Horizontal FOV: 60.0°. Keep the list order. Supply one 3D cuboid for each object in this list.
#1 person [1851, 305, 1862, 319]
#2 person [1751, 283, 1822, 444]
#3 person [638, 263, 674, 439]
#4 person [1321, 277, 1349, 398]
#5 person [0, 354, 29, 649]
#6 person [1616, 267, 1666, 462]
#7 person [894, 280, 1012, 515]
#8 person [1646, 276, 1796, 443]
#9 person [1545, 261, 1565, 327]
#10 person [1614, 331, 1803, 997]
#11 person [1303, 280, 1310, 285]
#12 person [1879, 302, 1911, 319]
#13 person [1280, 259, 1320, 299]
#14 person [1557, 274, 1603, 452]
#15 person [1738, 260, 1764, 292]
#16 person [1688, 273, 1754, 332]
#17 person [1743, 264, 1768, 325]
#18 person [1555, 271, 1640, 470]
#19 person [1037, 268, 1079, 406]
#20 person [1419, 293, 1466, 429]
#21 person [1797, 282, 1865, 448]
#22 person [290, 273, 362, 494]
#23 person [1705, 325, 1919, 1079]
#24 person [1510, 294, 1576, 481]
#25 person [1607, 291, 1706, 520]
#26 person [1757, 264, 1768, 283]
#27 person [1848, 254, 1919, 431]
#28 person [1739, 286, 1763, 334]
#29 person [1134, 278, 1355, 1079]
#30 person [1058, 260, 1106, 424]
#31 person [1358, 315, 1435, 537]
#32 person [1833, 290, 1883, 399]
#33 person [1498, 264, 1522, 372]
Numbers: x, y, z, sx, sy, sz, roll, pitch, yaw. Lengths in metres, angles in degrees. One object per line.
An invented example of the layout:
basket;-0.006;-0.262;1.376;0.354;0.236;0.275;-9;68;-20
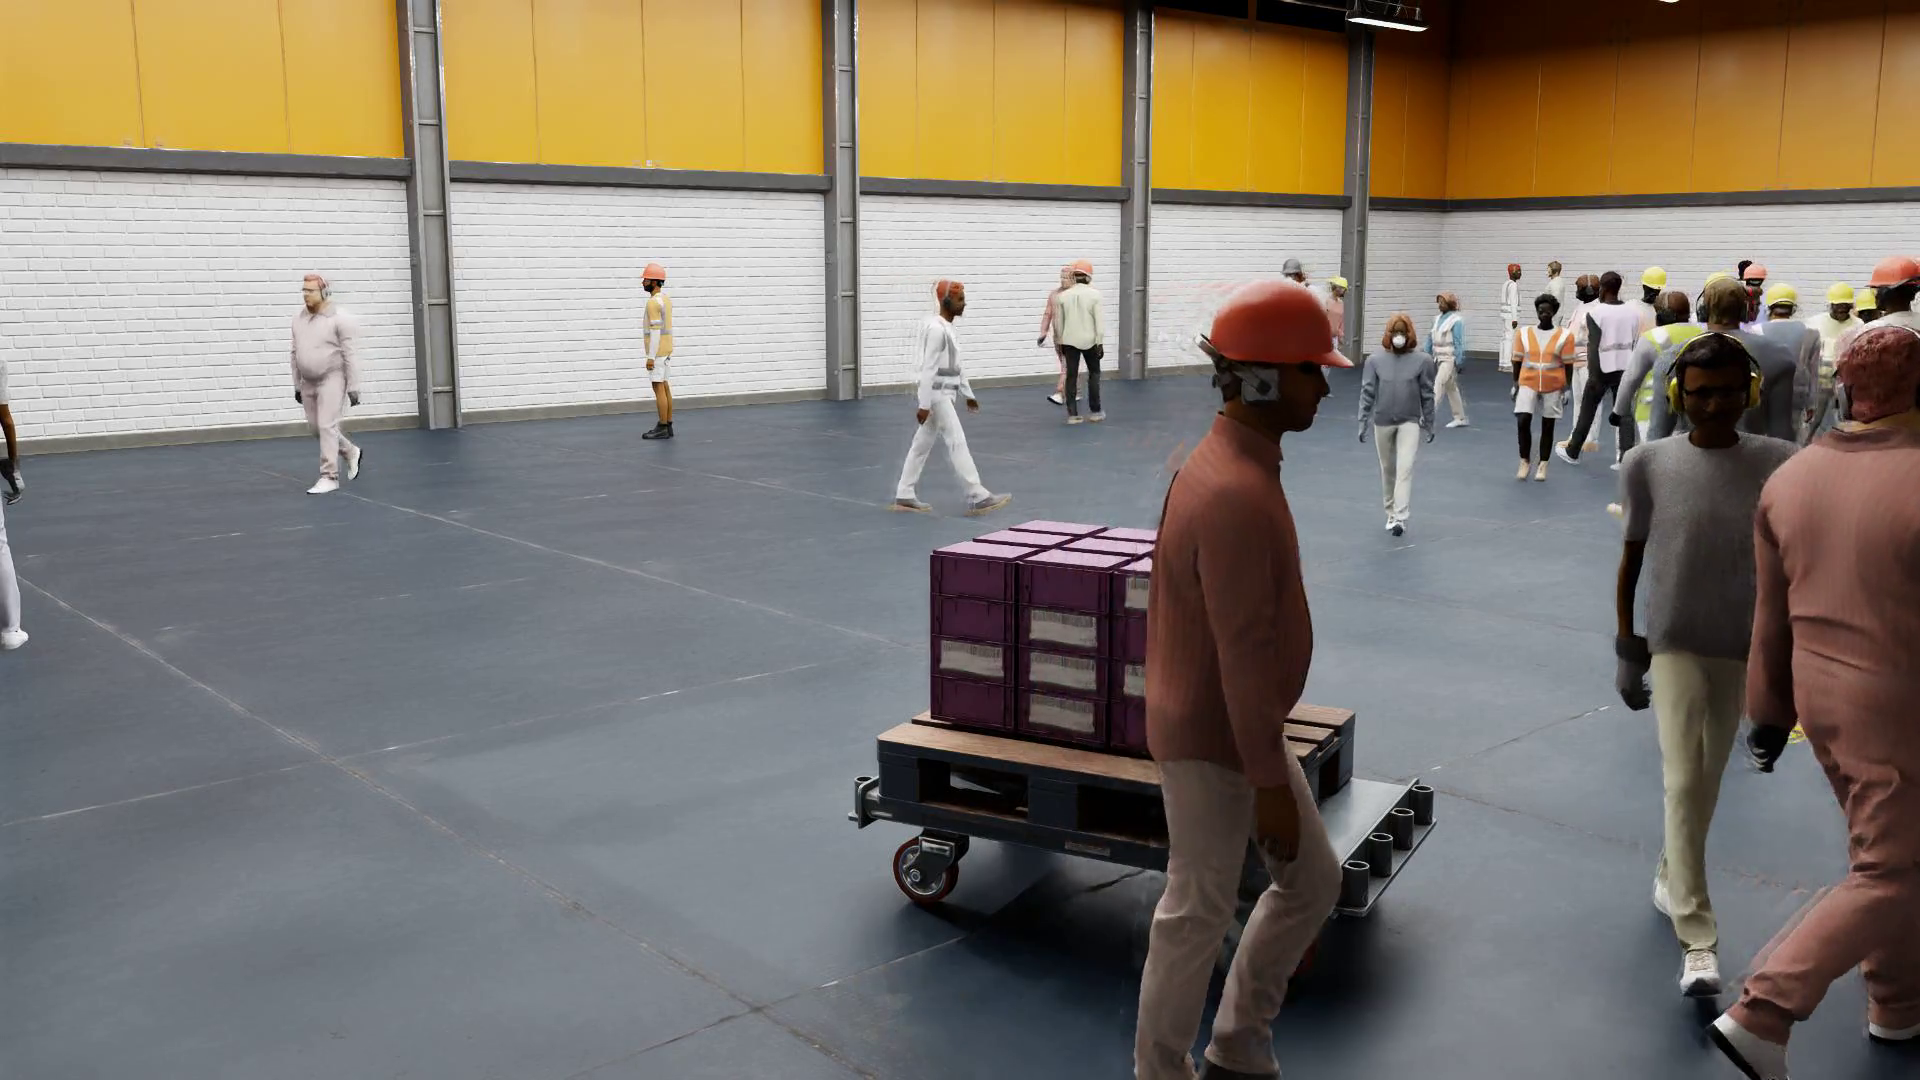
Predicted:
person;8.610;-1.497;15.985;0.542;1.584;0.816;9;13;43
person;6.316;-1.070;12.879;0.610;1.817;0.437;3;10;15
person;-3.366;-2.087;18.448;0.346;1.942;0.550;1;10;5
person;5.257;-2.877;23.699;0.449;1.722;0.573;9;14;44
person;-5.081;-0.343;8.475;0.534;1.861;0.309;-6;12;-33
person;6.701;-1.702;16.265;0.585;1.918;0.381;-1;10;-3
person;-0.087;-1.109;13.031;0.969;1.830;0.588;1;10;4
person;3.701;-0.321;8.150;0.661;1.925;0.426;3;10;16
person;10.162;-3.804;28.508;0.371;1.941;0.627;5;11;25
person;2.116;0.335;4.643;0.537;1.809;0.968;2;10;9
person;5.731;-3.521;27.749;0.314;1.636;0.520;2;10;12
person;7.071;-1.001;12.673;0.487;1.744;0.294;6;11;32
person;4.283;-2.660;21.512;0.692;2.000;1.011;8;12;38
person;6.491;-1.833;17.269;0.430;1.839;0.619;0;10;-2
person;11.893;-3.273;25.317;0.607;1.966;0.367;7;12;36
person;7.029;-1.534;15.437;0.589;1.875;1.018;5;11;29
person;9.259;-2.260;19.484;0.556;1.925;0.412;2;10;12
person;6.152;-1.613;15.884;0.596;1.871;0.991;-2;10;-14
person;1.418;-2.762;22.659;0.660;1.857;1.010;7;12;37
person;5.638;-2.093;19.505;0.861;1.594;0.513;-2;10;-13
person;8.003;-1.474;15.301;0.580;1.797;0.831;2;10;12
person;-5.479;-1.369;14.446;0.653;1.884;0.792;4;10;21
person;2.209;0.417;4.019;0.892;1.861;0.640;-2;10;-12
person;5.183;-1.345;14.836;0.552;1.677;0.565;4;11;24
person;5.070;-0.903;12.031;0.610;1.770;1.016;-4;10;-21
person;13.084;-3.599;27.440;0.859;1.902;0.549;8;13;39
person;5.513;-0.661;9.829;0.624;2.033;0.551;-3;10;-18
person;5.883;-1.012;12.592;0.976;1.792;0.590;-1;10;-6
person;0.650;0.428;3.620;0.593;1.969;0.629;3;10;15
person;1.523;-2.414;20.273;0.654;1.964;0.837;5;11;26
person;3.139;-0.819;12.010;0.526;1.589;0.843;4;10;21
person;7.625;-1.224;13.996;0.529;1.733;0.775;7;12;37
person;9.669;-3.893;29.189;0.342;1.882;0.586;1;10;3
